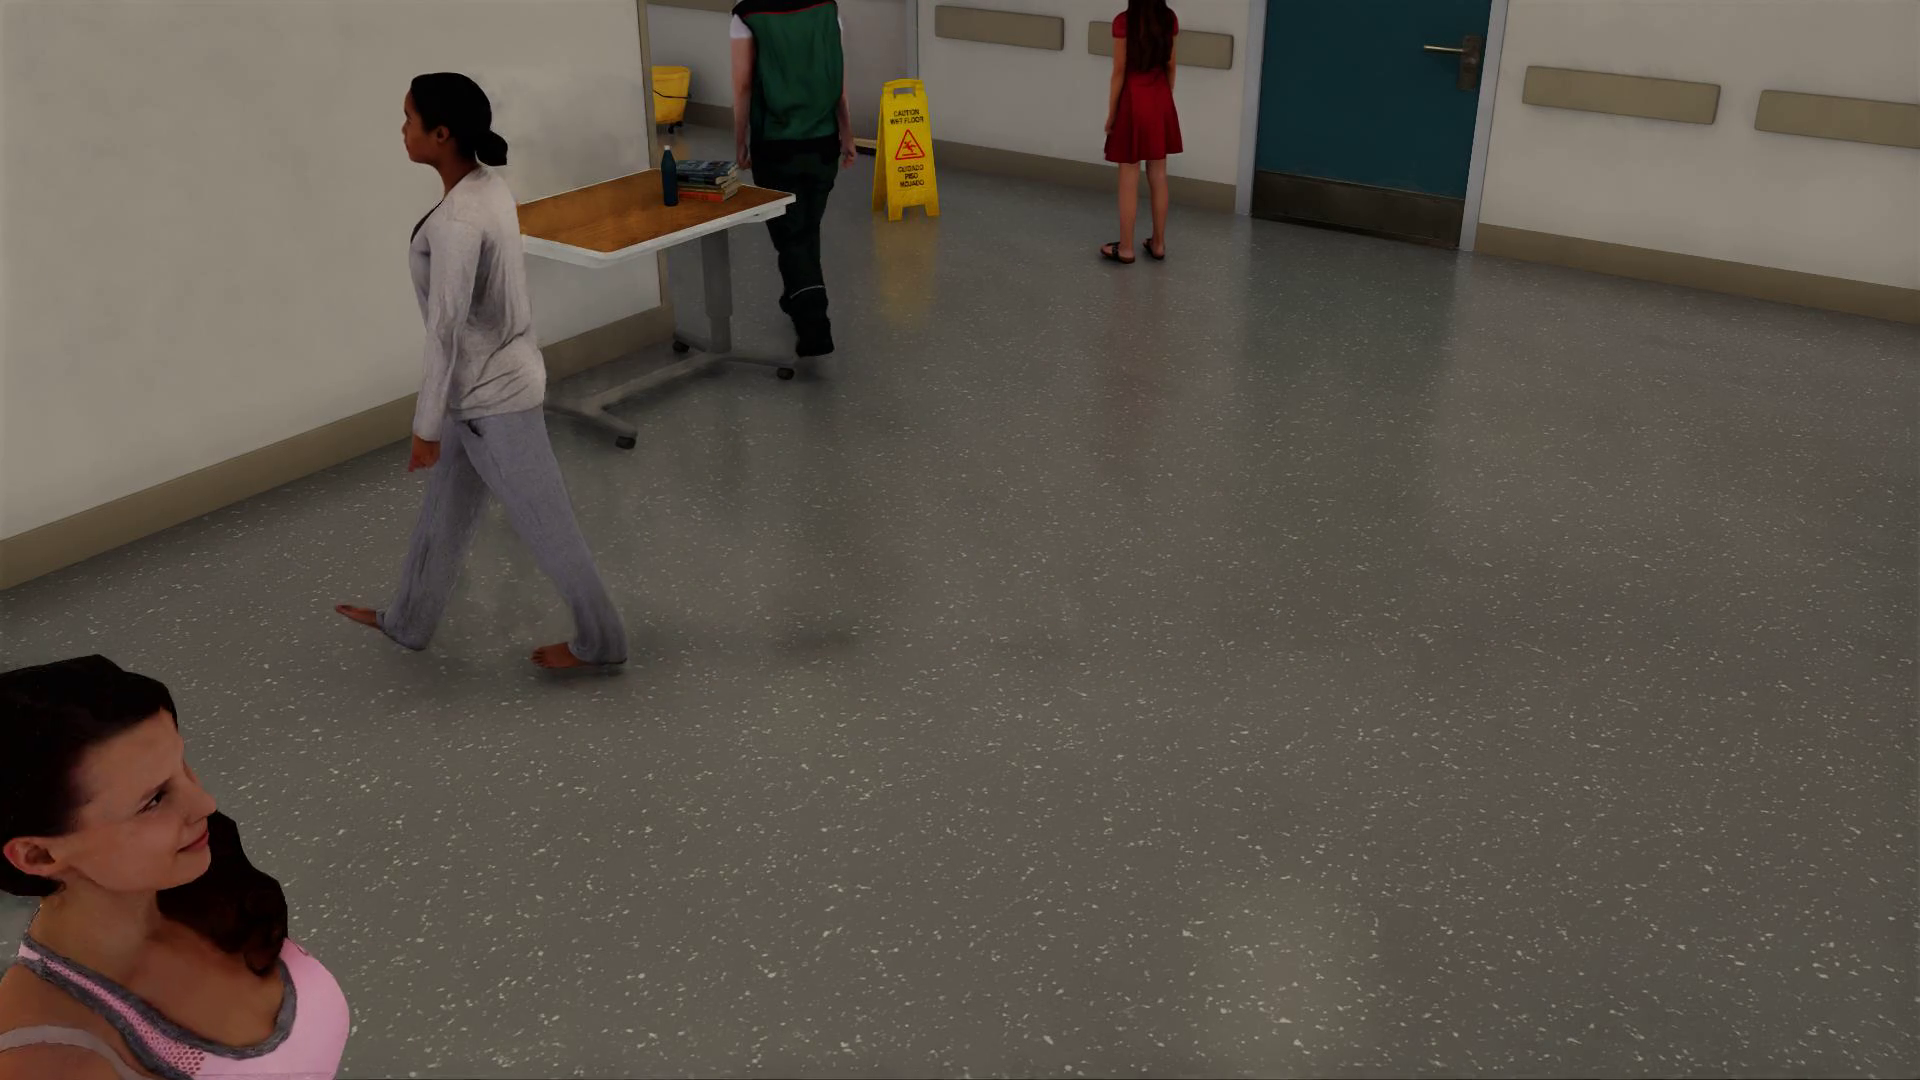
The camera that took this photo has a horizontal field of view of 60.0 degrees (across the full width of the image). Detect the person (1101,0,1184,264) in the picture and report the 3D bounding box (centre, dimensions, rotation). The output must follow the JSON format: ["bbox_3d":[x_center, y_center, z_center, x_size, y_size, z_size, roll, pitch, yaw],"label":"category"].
[{"bbox_3d":[0.932,-2.214,8.517,0.670,1.553,0.729,-11,28,-21],"label":"person"}]

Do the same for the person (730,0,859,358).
[{"bbox_3d":[-0.686,-1.636,7.042,1.033,1.796,1.234,-11,28,-22],"label":"person"}]

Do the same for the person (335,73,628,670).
[{"bbox_3d":[-1.193,-0.382,4.562,1.166,1.695,1.065,-2,26,-5],"label":"person"}]
